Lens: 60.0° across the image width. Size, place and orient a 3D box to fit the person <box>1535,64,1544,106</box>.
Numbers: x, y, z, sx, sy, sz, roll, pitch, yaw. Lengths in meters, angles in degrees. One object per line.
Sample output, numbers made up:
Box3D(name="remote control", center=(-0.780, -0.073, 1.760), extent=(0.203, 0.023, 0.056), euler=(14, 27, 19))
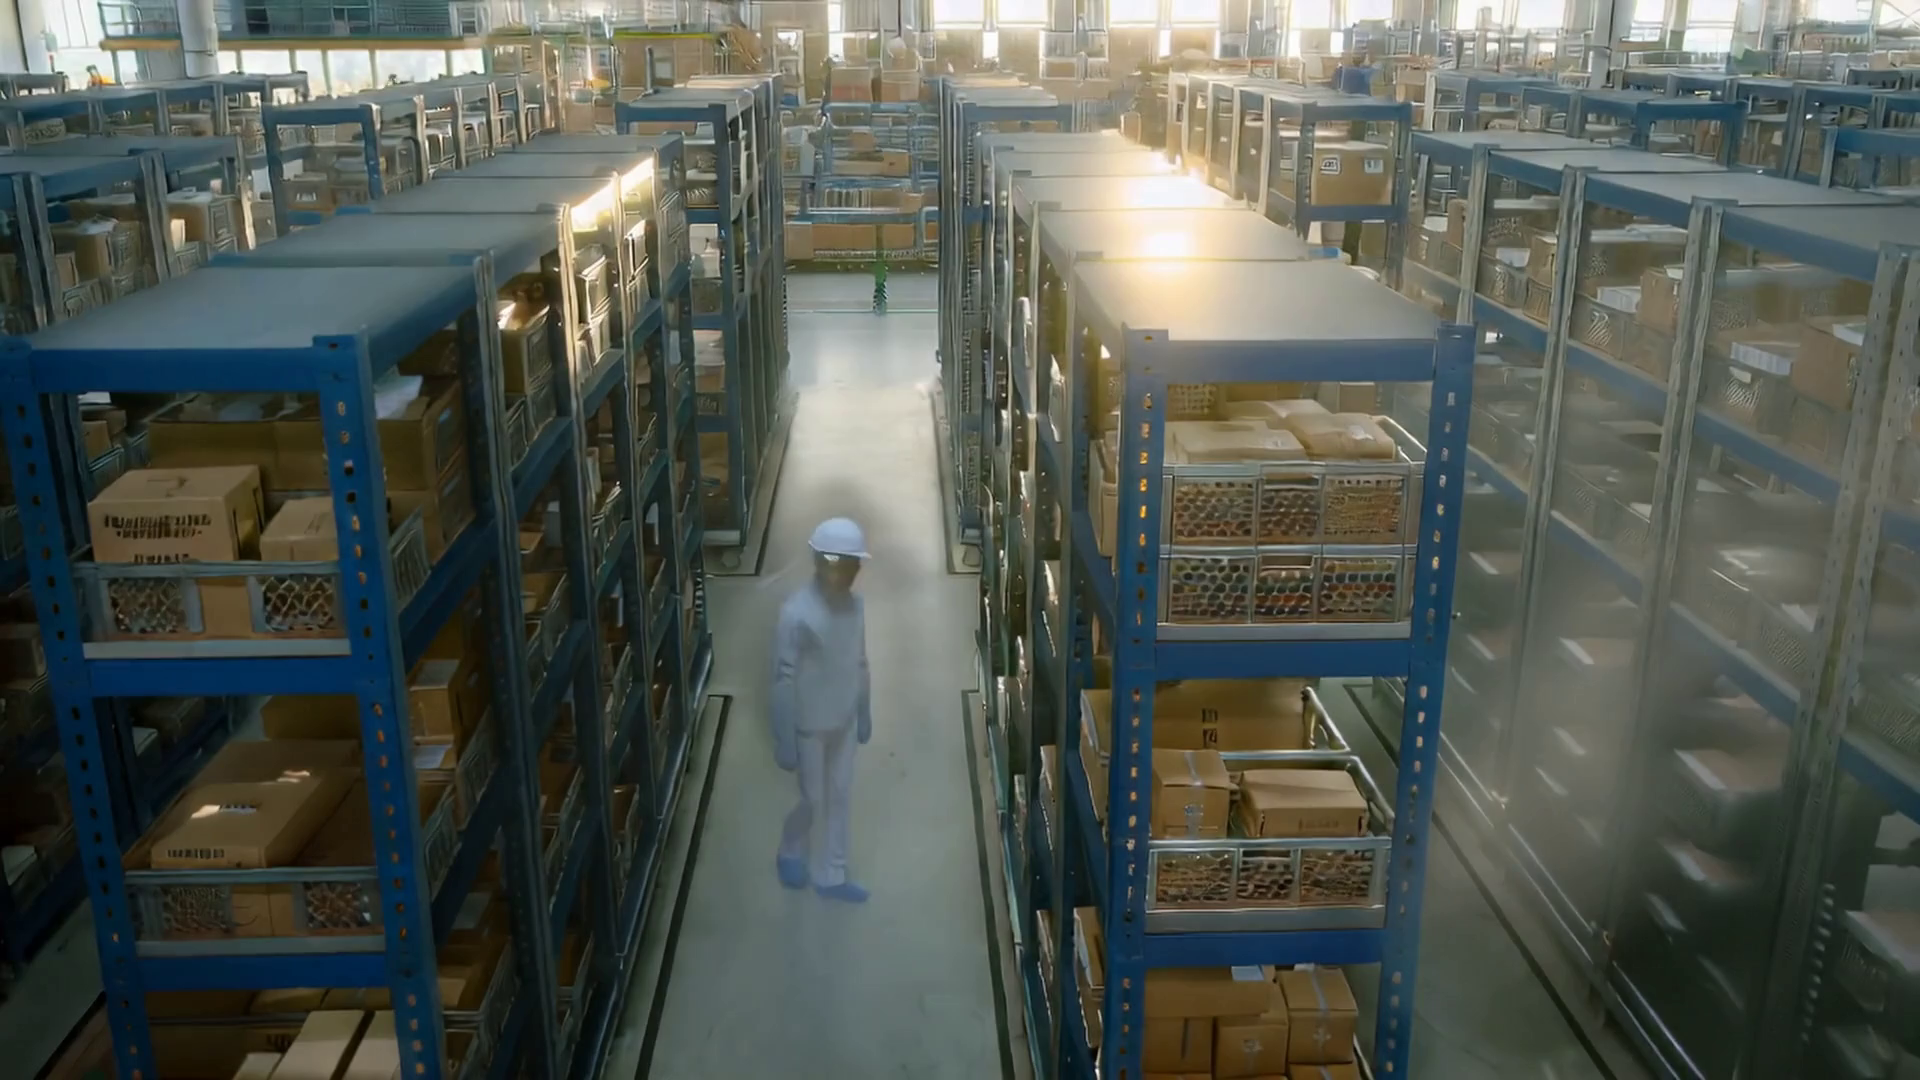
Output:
Box3D(name="person", center=(24.081, -18.865, 69.285), extent=(0.512, 1.859, 0.321), euler=(-10, 20, -28))

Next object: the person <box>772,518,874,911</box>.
Box3D(name="person", center=(-0.687, 0.862, 8.075), extent=(0.555, 1.962, 0.683), euler=(12, 22, 34))

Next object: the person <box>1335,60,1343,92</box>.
Box3D(name="person", center=(16.414, -19.854, 72.214), extent=(0.374, 1.934, 0.549), euler=(2, 18, 8))

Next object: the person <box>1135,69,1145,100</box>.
Box3D(name="person", center=(7.341, -18.420, 68.159), extent=(0.495, 1.700, 0.884), euler=(-14, 22, -36))

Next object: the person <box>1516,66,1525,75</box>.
Box3D(name="person", center=(22.035, -17.667, 65.433), extent=(0.629, 1.939, 0.630), euler=(-5, 18, -14))

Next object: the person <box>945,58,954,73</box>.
Box3D(name="person", center=(-0.444, -21.181, 76.443), extent=(0.549, 1.877, 0.758), euler=(9, 20, 27))

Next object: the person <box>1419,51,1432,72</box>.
Box3D(name="person", center=(23.297, -23.476, 83.255), extent=(0.696, 2.000, 0.813), euler=(-2, 18, -7))

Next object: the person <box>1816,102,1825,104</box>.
Box3D(name="person", center=(21.973, -10.329, 42.729), extent=(0.545, 1.942, 0.349), euler=(6, 19, 18))

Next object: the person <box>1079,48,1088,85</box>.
Box3D(name="person", center=(6.739, -25.866, 90.807), extent=(0.605, 1.943, 0.402), euler=(-13, 22, -34))

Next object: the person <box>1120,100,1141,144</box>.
Box3D(name="person", center=(4.569, -10.883, 44.639), extent=(0.606, 1.816, 0.431), euler=(-1, 18, -4))

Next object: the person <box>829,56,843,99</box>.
Box3D(name="person", center=(-5.781, -21.577, 77.554), extent=(0.629, 1.940, 1.036), euler=(-2, 18, -6))

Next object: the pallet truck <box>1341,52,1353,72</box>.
Box3D(name="pallet truck", center=(18.794, -23.123, 82.231), extent=(0.823, 1.965, 1.885), euler=(-13, 22, -35))

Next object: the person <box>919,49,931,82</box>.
Box3D(name="person", center=(-1.925, -26.296, 92.355), extent=(0.901, 1.802, 0.654), euler=(10, 20, 28))

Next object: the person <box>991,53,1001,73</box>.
Box3D(name="person", center=(1.790, -23.812, 84.625), extent=(0.430, 1.838, 0.619), euler=(-12, 21, -32))

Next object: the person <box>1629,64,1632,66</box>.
Box3D(name="person", center=(32.162, -22.514, 80.440), extent=(0.635, 1.937, 0.353), euler=(-2, 18, -5))

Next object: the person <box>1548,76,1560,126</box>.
Box3D(name="person", center=(21.561, -15.936, 60.363), extent=(0.313, 1.769, 0.525), euler=(-7, 19, -20))

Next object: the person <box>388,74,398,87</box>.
Box3D(name="person", center=(-20.771, -16.073, 60.721), extent=(0.924, 1.801, 0.542), euler=(2, 18, 6))

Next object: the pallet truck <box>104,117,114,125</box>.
Box3D(name="pallet truck", center=(-18.367, -7.885, 35.078), extent=(1.885, 1.965, 0.823), euler=(1, 18, 2))

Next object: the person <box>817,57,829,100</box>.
Box3D(name="person", center=(-6.313, -21.254, 76.608), extent=(0.553, 1.907, 0.932), euler=(-7, 19, -21))

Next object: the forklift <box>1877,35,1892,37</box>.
Box3D(name="forklift", center=(44.168, -22.911, 80.163), extent=(1.129, 2.768, 1.873), euler=(-1, 18, -2))

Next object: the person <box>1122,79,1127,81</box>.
Box3D(name="person", center=(5.305, -14.058, 54.329), extent=(0.566, 1.899, 0.896), euler=(13, 22, 34))

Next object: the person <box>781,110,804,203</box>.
Box3D(name="person", center=(-3.750, -8.526, 37.003), extent=(0.392, 2.035, 0.605), euler=(17, 24, 42))

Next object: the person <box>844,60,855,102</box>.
Box3D(name="person", center=(-4.982, -20.631, 74.741), extent=(0.425, 1.863, 0.683), euler=(-4, 18, -12))

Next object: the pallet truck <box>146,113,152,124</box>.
Box3D(name="pallet truck", center=(-18.087, -8.309, 36.390), extent=(1.885, 1.965, 0.823), euler=(-1, 18, -4))

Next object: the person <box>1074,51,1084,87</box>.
Box3D(name="person", center=(6.283, -24.805, 87.696), extent=(0.580, 1.856, 0.414), euler=(-2, 18, -7))

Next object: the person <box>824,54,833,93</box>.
Box3D(name="person", center=(-6.561, -23.104, 82.356), extent=(0.575, 1.885, 0.355), euler=(15, 23, 39))

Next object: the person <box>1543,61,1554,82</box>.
Box3D(name="person", center=(25.407, -19.743, 71.957), extent=(0.356, 1.883, 0.573), euler=(17, 25, 42))

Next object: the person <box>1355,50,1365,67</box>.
Box3D(name="person", center=(21.093, -24.930, 87.935), extent=(0.589, 1.928, 0.384), euler=(-11, 21, -29))
